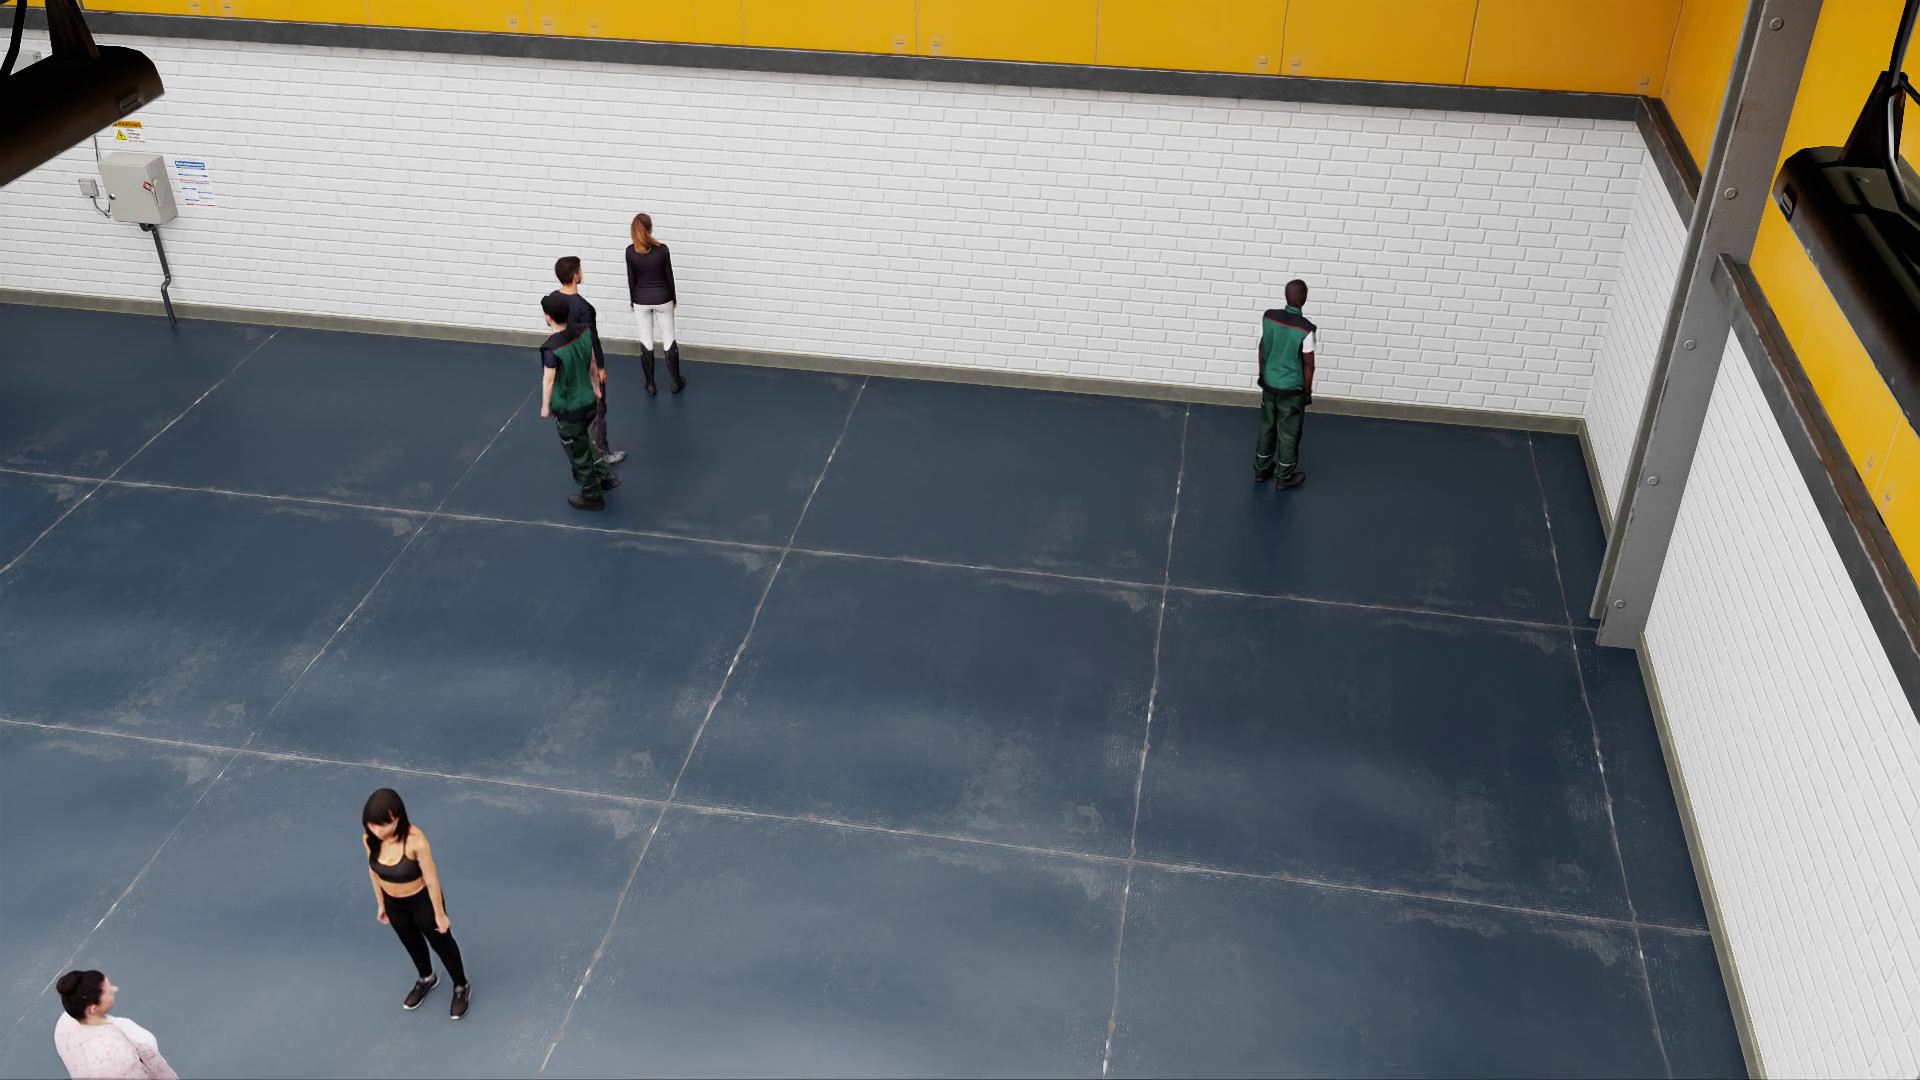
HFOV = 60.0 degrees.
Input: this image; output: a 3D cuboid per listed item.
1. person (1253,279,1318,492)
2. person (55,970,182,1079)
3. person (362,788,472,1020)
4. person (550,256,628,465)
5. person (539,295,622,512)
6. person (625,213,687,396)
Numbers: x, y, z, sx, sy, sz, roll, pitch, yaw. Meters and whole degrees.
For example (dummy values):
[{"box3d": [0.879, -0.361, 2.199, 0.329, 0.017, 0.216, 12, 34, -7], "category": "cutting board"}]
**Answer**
[{"box3d": [2.650, -1.269, 13.568, 0.787, 1.839, 0.808, 29, 43, 36], "category": "person"}, {"box3d": [-3.895, 2.638, 7.777, 0.783, 1.743, 0.779, 21, 39, 29], "category": "person"}, {"box3d": [-2.936, 1.927, 8.942, 0.567, 1.637, 0.553, 8, 34, 11], "category": "person"}, {"box3d": [-3.159, -1.480, 13.857, 0.701, 1.871, 0.684, 20, 38, 27], "category": "person"}, {"box3d": [-2.987, -1.047, 13.192, 0.772, 1.885, 0.685, 12, 35, 17], "category": "person"}, {"box3d": [-2.757, -2.116, 14.942, 0.631, 1.729, 0.622, -3, 34, -5], "category": "person"}]
